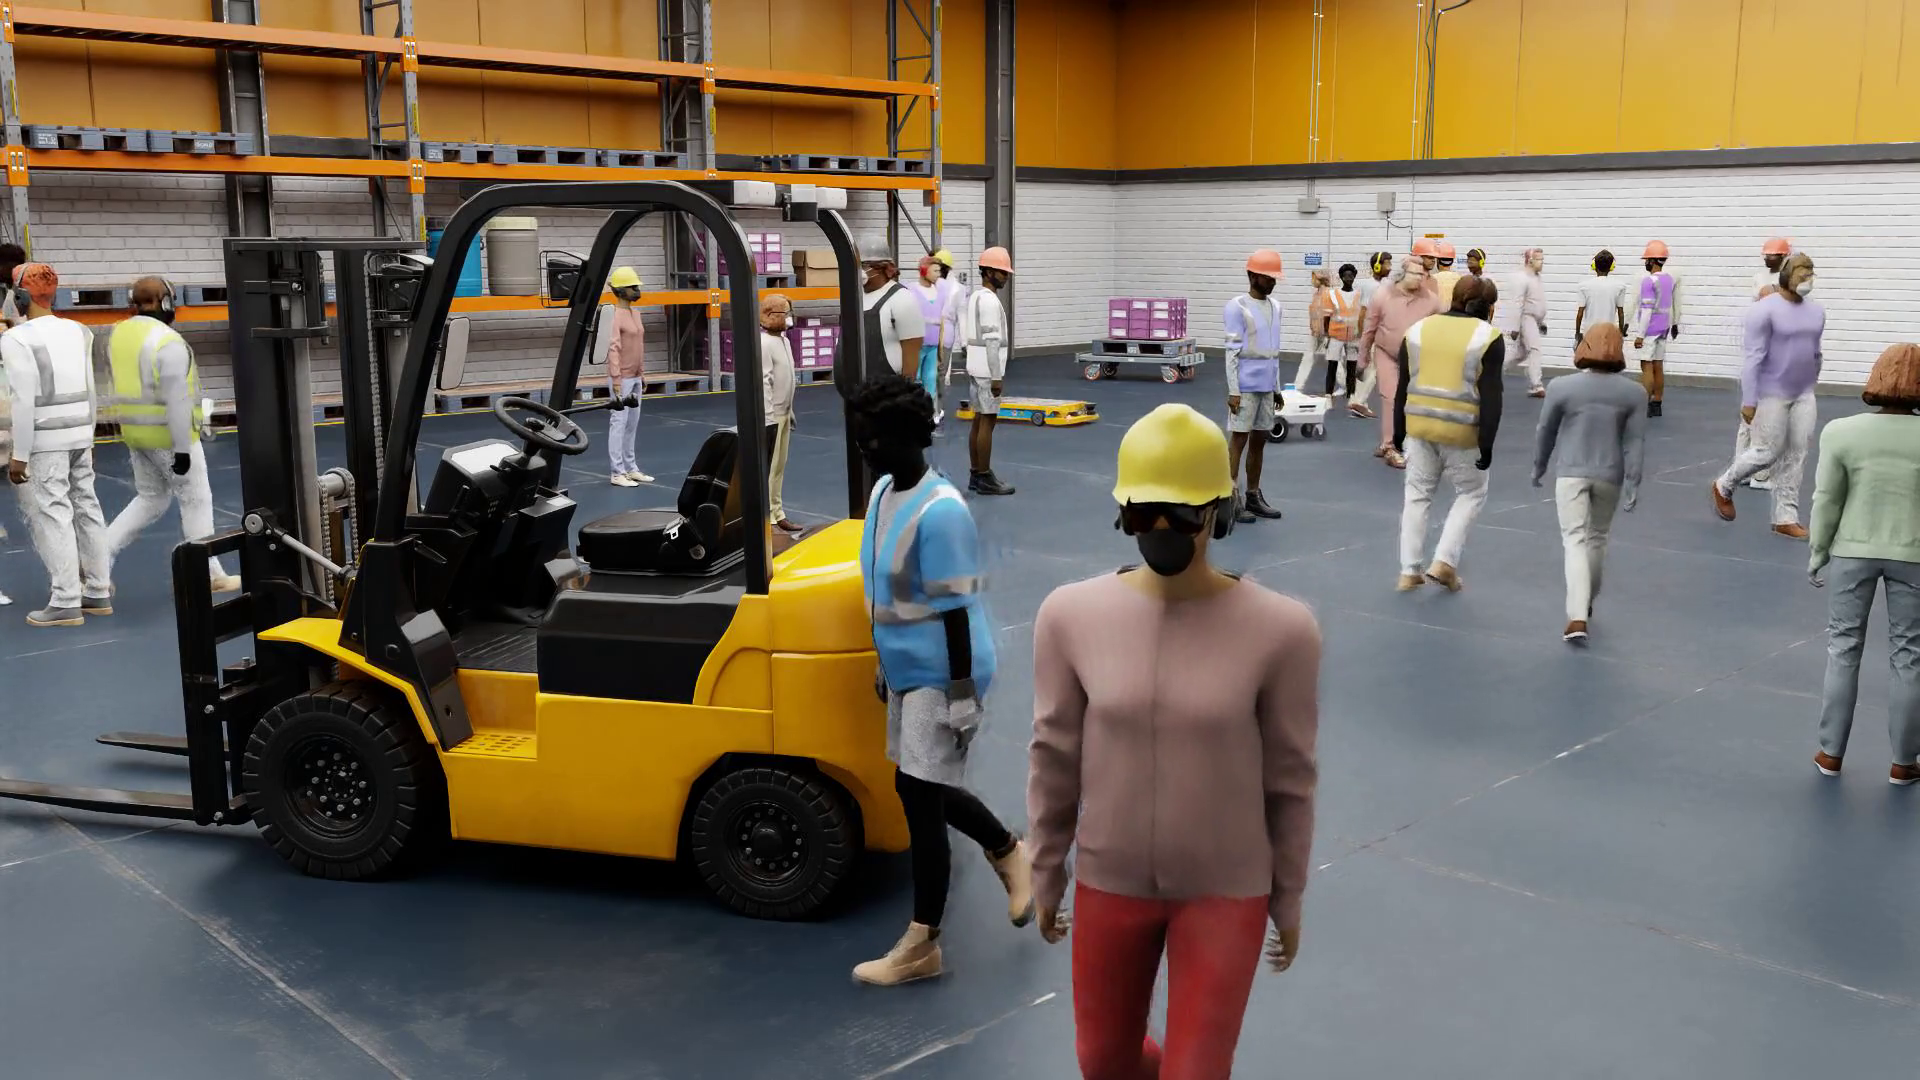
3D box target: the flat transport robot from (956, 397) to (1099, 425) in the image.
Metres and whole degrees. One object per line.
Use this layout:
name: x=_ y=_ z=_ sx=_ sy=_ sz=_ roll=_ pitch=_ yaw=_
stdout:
flat transport robot: x=0.733 y=-1.416 z=18.094 sx=1.431 sy=0.197 sz=0.652 roll=7 pitch=12 yaw=32

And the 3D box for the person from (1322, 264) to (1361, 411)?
person: x=4.454 y=-2.340 z=19.242 sx=0.533 sy=1.697 sz=0.319 roll=0 pitch=10 yaw=1

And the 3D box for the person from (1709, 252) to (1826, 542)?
person: x=5.485 y=-0.973 z=11.202 sx=0.632 sy=1.919 sz=0.708 roll=-4 pitch=11 yaw=-19

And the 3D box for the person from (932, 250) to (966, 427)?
person: x=-0.262 y=-2.140 z=17.718 sx=0.651 sy=1.858 sz=0.979 roll=0 pitch=10 yaw=1

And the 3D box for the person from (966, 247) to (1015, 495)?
person: x=0.243 y=-1.322 z=13.057 sx=0.374 sy=1.929 sz=0.542 roll=-2 pitch=11 yaw=-12

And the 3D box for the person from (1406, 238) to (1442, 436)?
person: x=4.660 y=-2.051 z=16.853 sx=0.389 sy=1.992 sz=0.625 roll=10 pitch=14 yaw=43

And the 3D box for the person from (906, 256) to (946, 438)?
person: x=-0.386 y=-1.890 z=16.477 sx=0.617 sy=1.822 sz=0.452 roll=-10 pitch=15 yaw=-44

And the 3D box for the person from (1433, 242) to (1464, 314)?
person: x=5.400 y=-2.351 z=18.639 sx=0.543 sy=1.939 sz=0.362 roll=-1 pitch=10 yaw=-4

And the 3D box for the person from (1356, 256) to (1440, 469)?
person: x=3.882 y=-1.595 z=14.782 sx=0.682 sy=1.856 sz=0.902 roll=-1 pitch=10 yaw=-4

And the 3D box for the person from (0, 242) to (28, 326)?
person: x=-7.633 y=-1.434 z=13.569 sx=0.361 sy=1.964 sz=0.636 roll=-6 pitch=12 yaw=-28

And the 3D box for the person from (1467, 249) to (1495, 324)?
person: x=6.170 y=-2.558 z=19.977 sx=0.328 sy=1.865 sz=0.520 roll=-6 pitch=12 yaw=-30

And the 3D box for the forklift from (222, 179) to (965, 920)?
forklift: x=-1.114 y=-0.058 z=5.440 sx=2.313 sy=2.155 sz=1.214 roll=2 pitch=11 yaw=13

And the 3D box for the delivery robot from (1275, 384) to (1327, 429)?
delivery robot: x=3.254 y=-1.305 z=16.457 sx=0.707 sy=0.478 sz=0.477 roll=-2 pitch=11 yaw=-14

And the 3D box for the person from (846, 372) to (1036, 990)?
person: x=-0.017 y=0.363 z=4.584 sx=0.636 sy=1.666 sz=0.583 roll=-5 pitch=11 yaw=-25

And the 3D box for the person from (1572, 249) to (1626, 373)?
person: x=6.821 y=-2.151 z=17.768 sx=0.514 sy=1.861 sz=0.328 roll=2 pitch=11 yaw=13

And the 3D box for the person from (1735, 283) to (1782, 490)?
person: x=6.429 y=-1.224 z=13.310 sx=0.315 sy=1.641 sz=0.515 roll=0 pitch=10 yaw=0

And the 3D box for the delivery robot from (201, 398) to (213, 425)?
delivery robot: x=-7.672 y=-1.254 z=16.182 sx=0.707 sy=0.478 sz=0.477 roll=-8 pitch=13 yaw=-39

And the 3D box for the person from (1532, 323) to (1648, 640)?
person: x=3.206 y=-0.307 z=8.468 sx=0.501 sy=1.583 sz=0.880 roll=1 pitch=10 yaw=8

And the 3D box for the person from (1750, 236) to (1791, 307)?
person: x=8.705 y=-2.212 z=17.690 sx=0.760 sy=2.025 sz=0.613 roll=-4 pitch=11 yaw=-22

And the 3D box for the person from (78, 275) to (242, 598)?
person: x=-4.487 y=-0.555 z=9.218 sx=0.635 sy=1.812 sz=0.763 roll=7 pitch=12 yaw=33

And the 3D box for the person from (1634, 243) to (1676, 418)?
person: x=7.697 y=-2.331 z=18.537 sx=0.551 sy=1.937 sz=0.357 roll=-9 pitch=13 yaw=-39

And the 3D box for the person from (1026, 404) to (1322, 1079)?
person: x=0.402 y=0.601 z=3.098 sx=0.522 sy=1.747 sz=0.667 roll=3 pitch=11 yaw=17

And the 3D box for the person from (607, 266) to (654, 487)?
person: x=-2.693 y=-1.320 z=13.483 sx=0.296 sy=1.772 sz=0.533 roll=2 pitch=11 yaw=13

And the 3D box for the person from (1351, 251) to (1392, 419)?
person: x=4.538 y=-2.243 z=18.320 sx=0.468 sy=1.847 sz=0.563 roll=4 pitch=11 yaw=21

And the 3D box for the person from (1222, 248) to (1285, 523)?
person: x=2.106 y=-1.093 z=11.797 sx=0.543 sy=1.933 sz=0.369 roll=-9 pitch=14 yaw=-39

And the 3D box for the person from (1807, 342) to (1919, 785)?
person: x=3.427 y=0.088 z=6.175 sx=0.507 sy=1.632 sz=0.268 roll=6 pitch=12 yaw=31

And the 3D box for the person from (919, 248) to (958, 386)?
person: x=-0.325 y=-2.997 z=22.428 sx=0.626 sy=1.846 sz=0.429 roll=9 pitch=14 yaw=42

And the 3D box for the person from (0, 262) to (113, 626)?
person: x=-4.710 y=-0.490 z=8.648 sx=0.360 sy=1.882 sz=0.575 roll=2 pitch=11 yaw=12

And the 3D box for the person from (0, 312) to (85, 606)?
person: x=-5.123 y=-0.412 z=8.990 sx=0.733 sy=1.610 sz=0.520 roll=5 pitch=11 yaw=24

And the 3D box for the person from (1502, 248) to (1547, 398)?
person: x=7.074 y=-2.730 z=20.898 sx=0.885 sy=1.877 sz=0.650 roll=7 pitch=12 yaw=32

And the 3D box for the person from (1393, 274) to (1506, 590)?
person: x=2.743 y=-0.584 z=9.392 sx=0.677 sy=1.809 sz=0.444 roll=9 pitch=14 yaw=40

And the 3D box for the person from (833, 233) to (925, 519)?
person: x=-0.594 y=-1.028 z=11.148 sx=0.536 sy=2.000 sz=0.688 roll=-10 pitch=14 yaw=-42

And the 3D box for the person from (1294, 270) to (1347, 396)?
person: x=4.538 y=-2.588 z=20.871 sx=0.856 sy=1.592 sz=0.532 roll=-2 pitch=11 yaw=-12

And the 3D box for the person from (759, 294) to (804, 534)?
person: x=-1.231 y=-0.836 z=11.212 sx=0.285 sy=1.633 sz=0.498 roll=2 pitch=11 yaw=11

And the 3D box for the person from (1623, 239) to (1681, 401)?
person: x=8.415 y=-2.667 z=20.297 sx=0.638 sy=1.986 sz=0.650 roll=-2 pitch=11 yaw=-8
